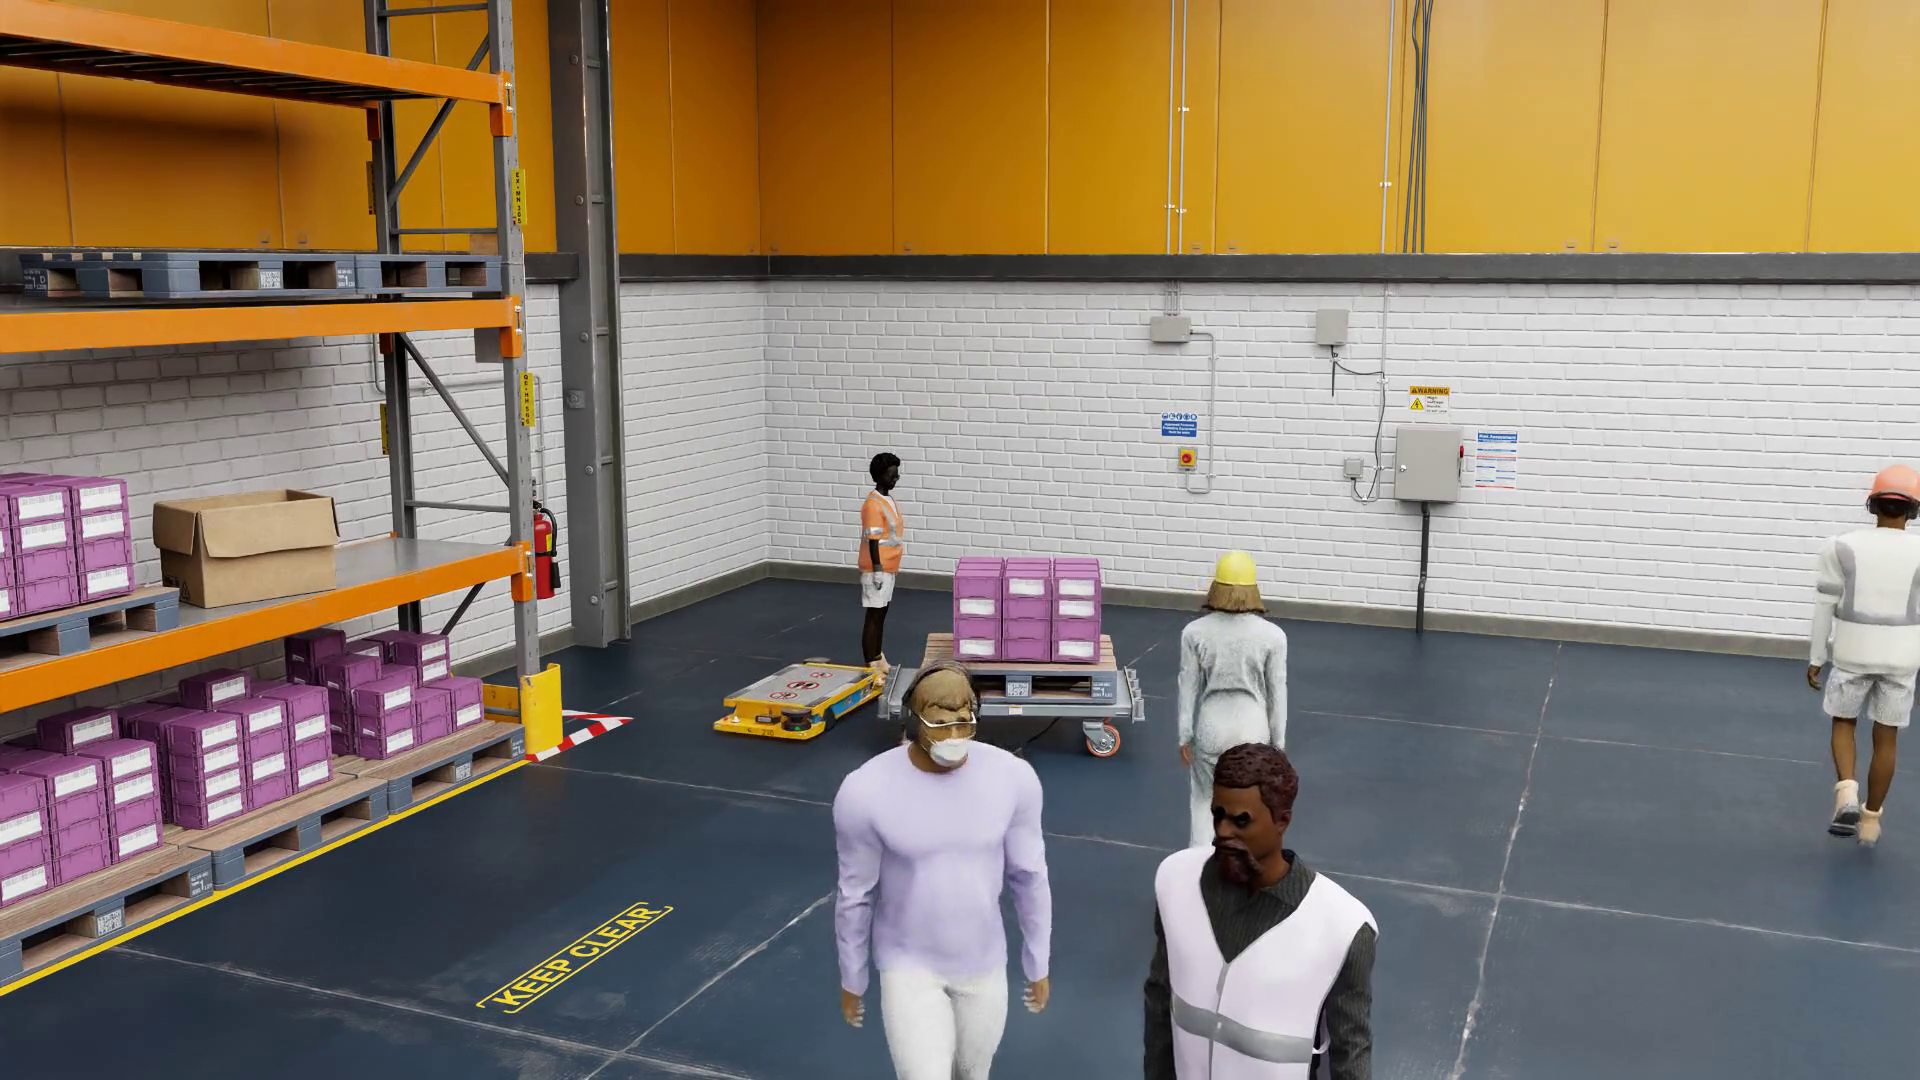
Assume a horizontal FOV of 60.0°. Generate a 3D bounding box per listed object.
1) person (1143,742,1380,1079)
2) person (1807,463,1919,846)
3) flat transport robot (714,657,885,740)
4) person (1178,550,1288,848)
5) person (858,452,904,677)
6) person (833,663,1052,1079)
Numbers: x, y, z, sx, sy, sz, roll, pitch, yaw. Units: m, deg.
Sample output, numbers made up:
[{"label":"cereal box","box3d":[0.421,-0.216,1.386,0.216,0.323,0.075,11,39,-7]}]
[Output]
[{"label":"person","box3d":[0.712,1.416,4.069,0.588,1.920,0.398,8,12,38]},{"label":"person","box3d":[4.756,0.612,8.620,0.628,2.023,0.490,5,11,29]},{"label":"flat transport robot","box3d":[-1.030,1.055,11.242,0.652,0.197,1.431,4,10,21]},{"label":"person","box3d":[1.266,0.905,7.726,0.494,1.729,0.368,3,10,16]},{"label":"person","box3d":[-0.570,0.204,12.085,0.321,1.696,0.530,2,10,10]},{"label":"person","box3d":[-0.072,1.258,5.102,0.667,1.904,0.931,-2,10,-13]}]
